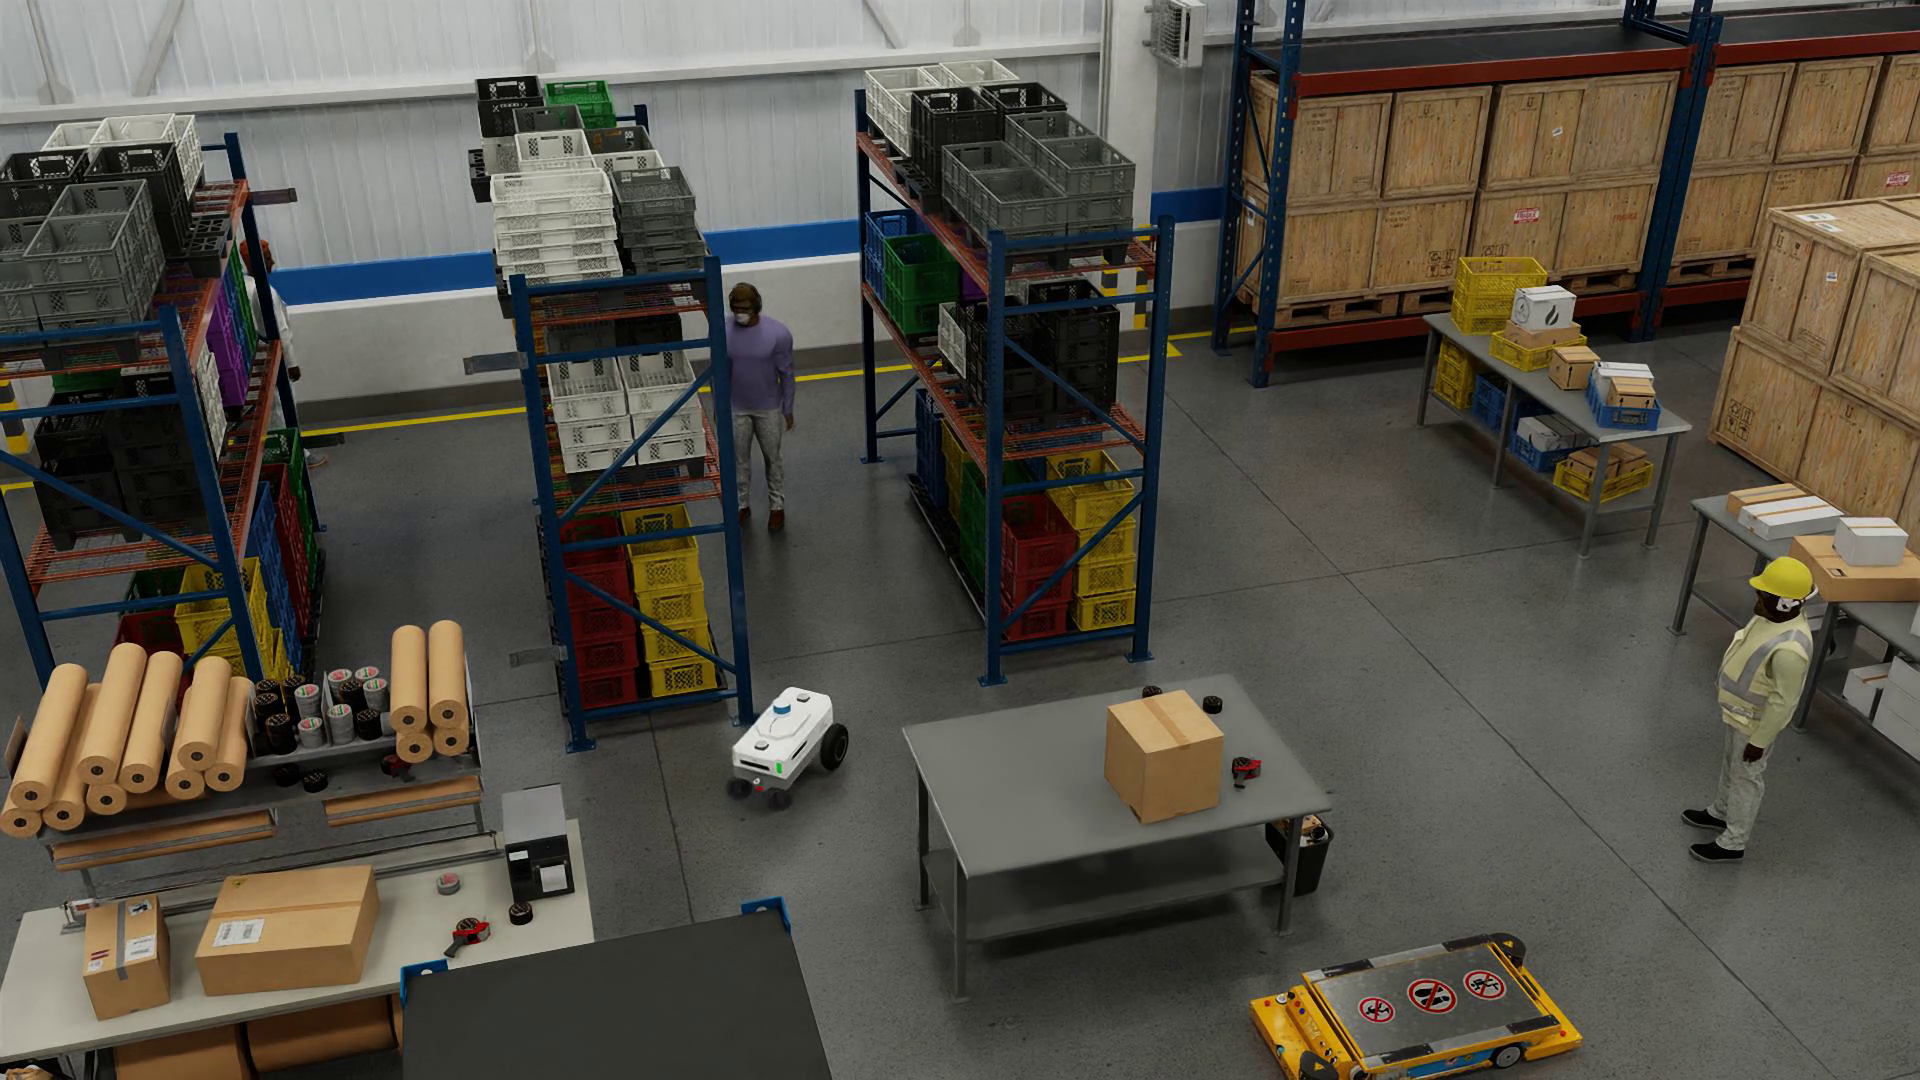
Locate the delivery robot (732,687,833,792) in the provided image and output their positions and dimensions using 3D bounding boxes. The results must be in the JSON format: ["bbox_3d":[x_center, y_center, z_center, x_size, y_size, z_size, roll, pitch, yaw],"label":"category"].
[{"bbox_3d":[-1.026,1.142,9.668,0.477,0.478,0.707,11,31,19],"label":"delivery robot"}]

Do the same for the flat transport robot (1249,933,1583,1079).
[{"bbox_3d":[2.184,2.282,7.980,1.431,0.197,0.652,-8,30,-14],"label":"flat transport robot"}]

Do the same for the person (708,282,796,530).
[{"bbox_3d":[-1.517,-0.983,12.205,0.635,1.936,0.354,4,29,6],"label":"person"}]

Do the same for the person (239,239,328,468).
[{"bbox_3d":[-5.417,-1.455,13.117,0.573,1.885,0.356,22,35,34],"label":"person"}]

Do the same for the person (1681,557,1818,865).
[{"bbox_3d":[4.226,0.903,8.879,0.404,1.832,0.600,7,30,13],"label":"person"}]
